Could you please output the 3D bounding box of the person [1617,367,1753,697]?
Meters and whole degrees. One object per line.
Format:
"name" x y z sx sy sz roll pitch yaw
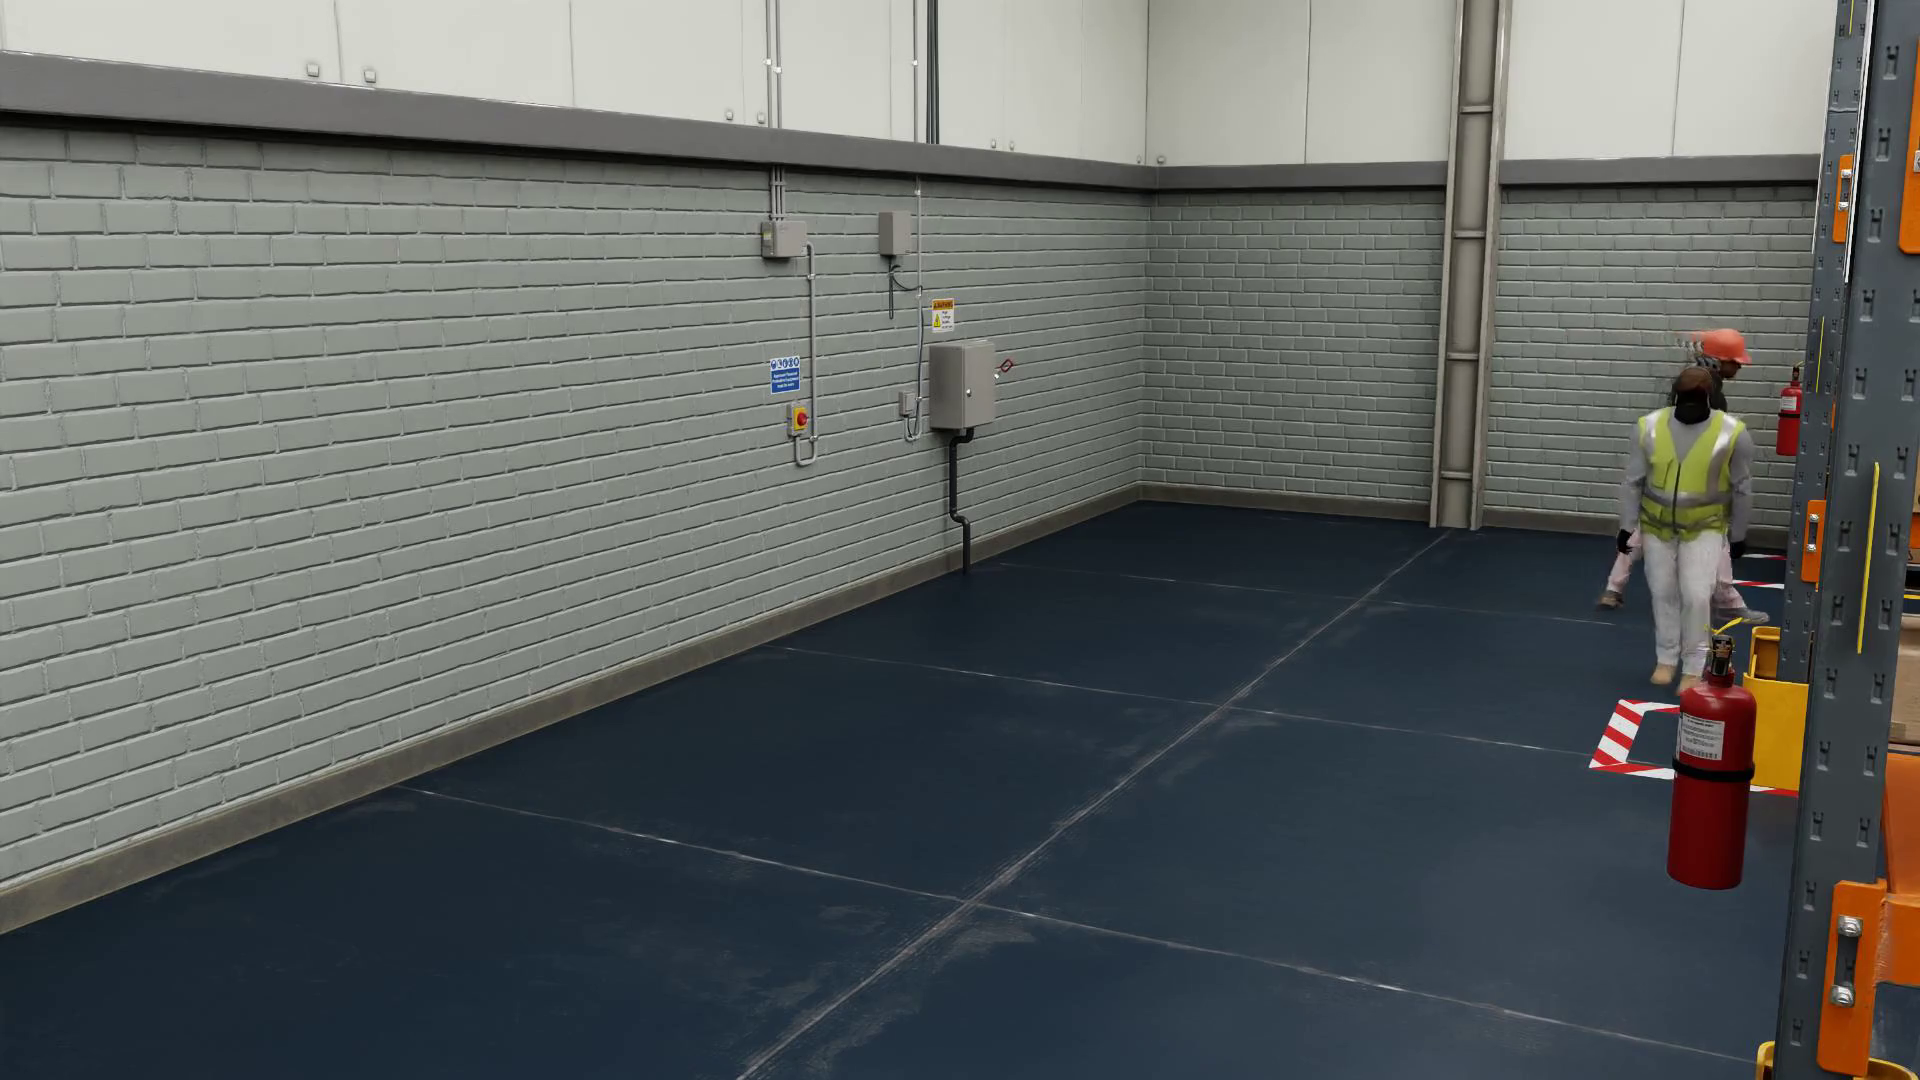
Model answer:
"person" 3.947 -0.043 9.133 0.631 1.808 0.712 8 13 36

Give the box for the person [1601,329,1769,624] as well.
"person" 4.764 -0.427 10.924 0.988 1.928 0.670 1 10 5
